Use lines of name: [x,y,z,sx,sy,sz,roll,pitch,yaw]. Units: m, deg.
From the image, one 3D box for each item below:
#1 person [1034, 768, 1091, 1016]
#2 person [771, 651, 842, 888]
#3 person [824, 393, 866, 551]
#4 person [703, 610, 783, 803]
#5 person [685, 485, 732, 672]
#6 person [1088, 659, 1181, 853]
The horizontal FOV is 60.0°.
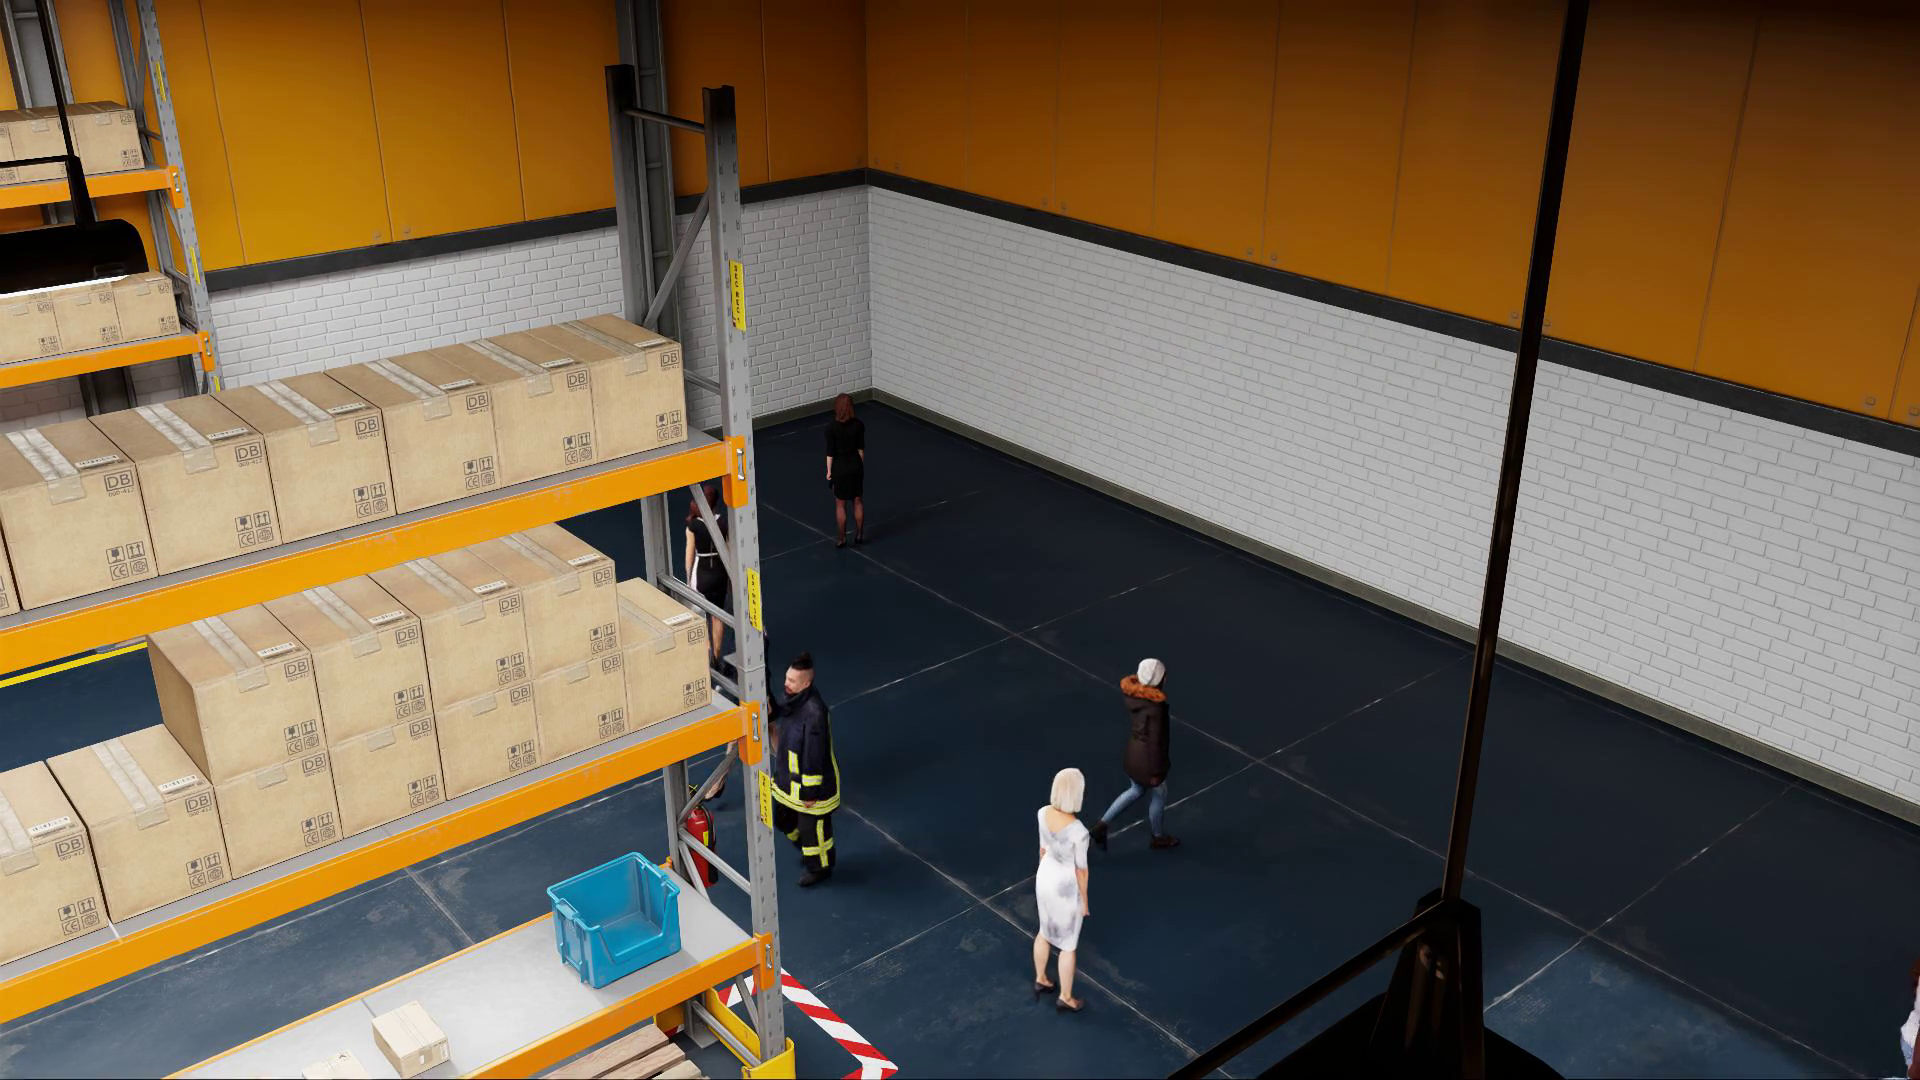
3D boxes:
person: [0.638,2.224,10.563,0.527,1.748,0.575,-22,32,-40]
person: [-1.022,1.607,11.849,0.802,1.850,0.834,-12,26,-25]
person: [-1.180,-0.718,17.346,0.515,1.706,0.694,-11,26,-23]
person: [-1.527,1.212,12.922,1.126,1.712,0.757,-11,26,-24]
person: [-2.184,0.407,14.676,0.726,1.784,0.783,-9,25,-20]
person: [1.297,1.606,12.144,1.051,1.615,0.813,-9,25,-19]
